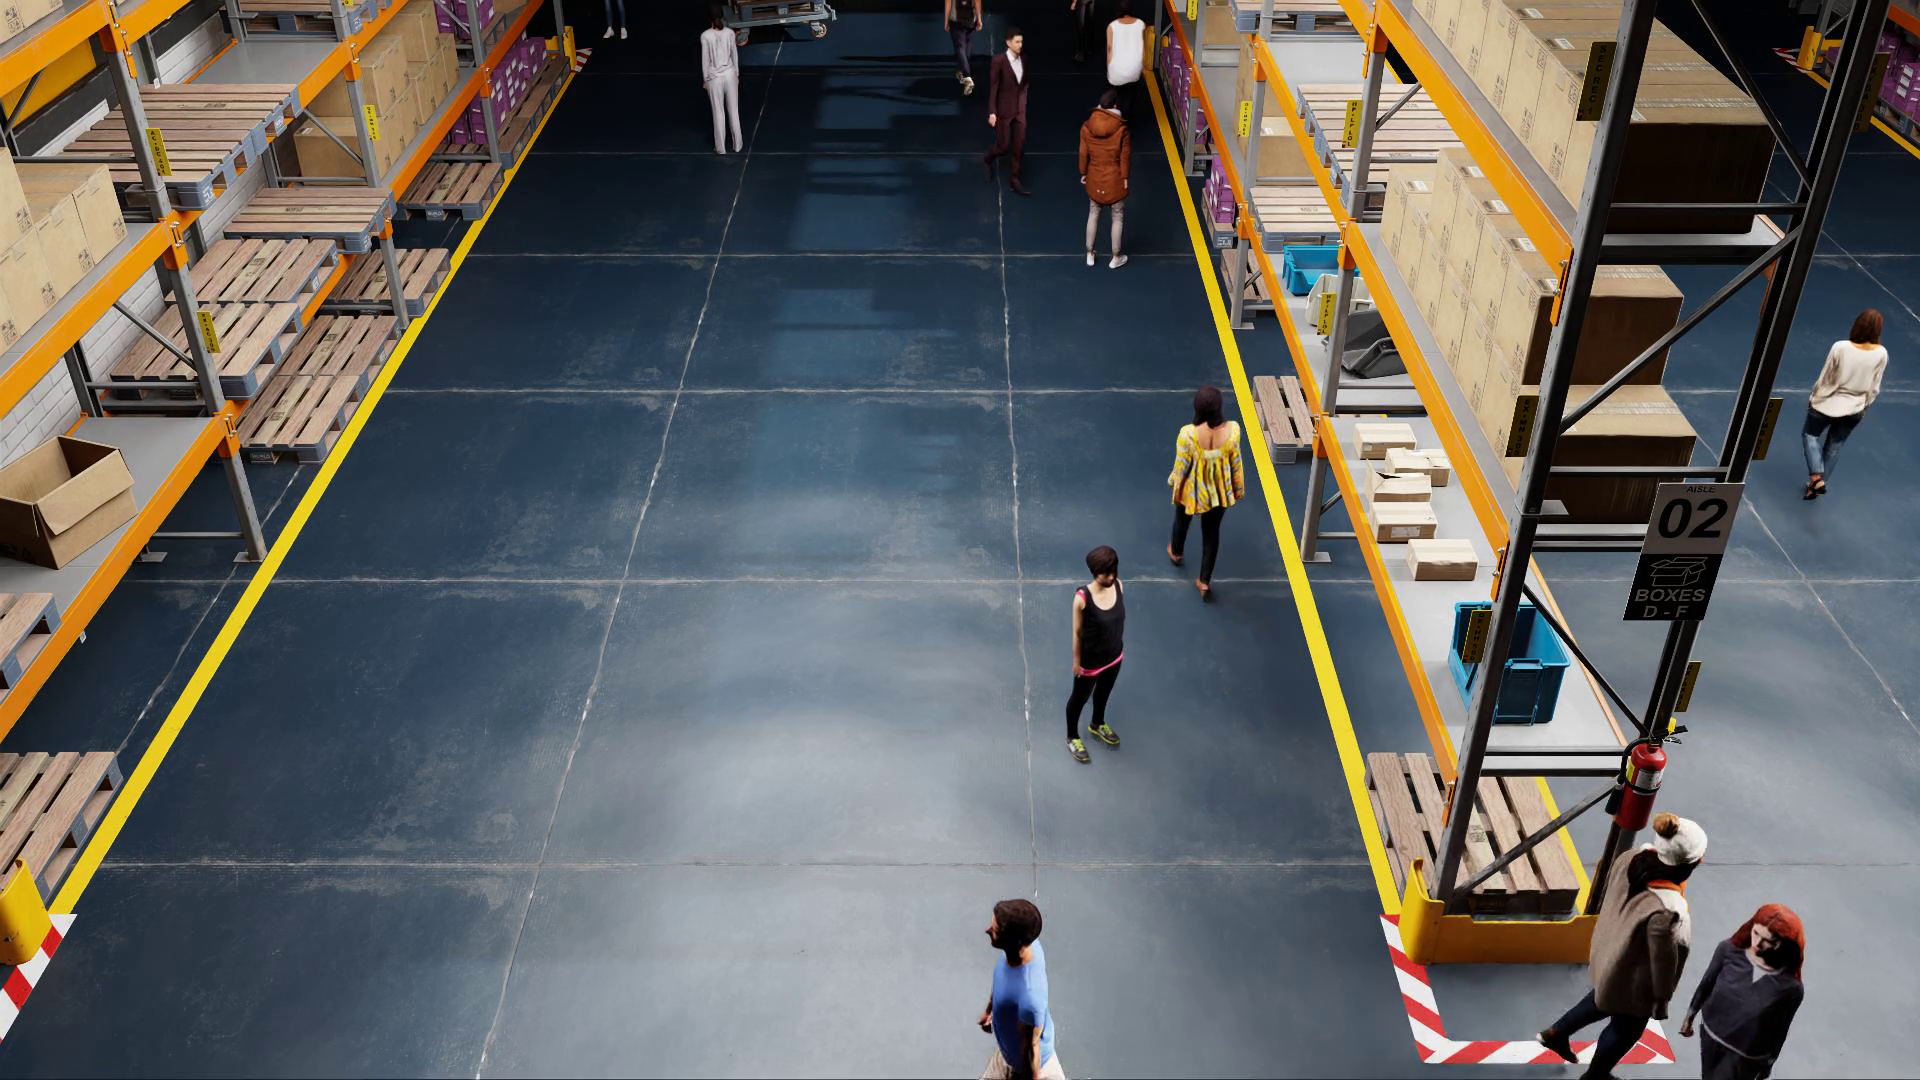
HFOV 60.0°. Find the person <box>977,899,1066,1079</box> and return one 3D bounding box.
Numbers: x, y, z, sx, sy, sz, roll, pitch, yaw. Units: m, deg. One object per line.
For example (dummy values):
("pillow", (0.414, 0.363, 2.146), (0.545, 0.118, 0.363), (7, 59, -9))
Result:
("person", (0.381, 2.389, 7.812), (0.691, 1.816, 1.144), (0, 34, 0))

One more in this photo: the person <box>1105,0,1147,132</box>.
("person", (1.989, -5.688, 20.101), (0.702, 1.662, 0.905), (-3, 34, -5))

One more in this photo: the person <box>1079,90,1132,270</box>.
("person", (1.486, -3.658, 16.890), (0.824, 1.838, 0.842), (15, 36, 21))

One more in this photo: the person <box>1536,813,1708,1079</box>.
("person", (3.237, 2.053, 8.254), (0.793, 1.885, 0.733), (1, 34, 2))

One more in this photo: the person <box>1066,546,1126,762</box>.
("person", (0.876, 0.692, 10.603), (0.627, 1.552, 0.668), (-23, 40, -31))

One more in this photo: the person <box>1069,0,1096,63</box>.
("person", (1.695, -7.380, 22.667), (0.717, 1.641, 0.649), (27, 42, 34))

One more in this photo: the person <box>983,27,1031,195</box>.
("person", (0.503, -4.827, 18.639), (1.007, 1.847, 1.119), (-22, 39, -29))

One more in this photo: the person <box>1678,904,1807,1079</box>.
("person", (3.721, 2.363, 7.913), (1.059, 1.748, 1.104), (-22, 39, -29))

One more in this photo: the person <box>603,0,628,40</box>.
("person", (-4.930, -7.936, 23.507), (0.628, 1.636, 0.549), (2, 34, 3))

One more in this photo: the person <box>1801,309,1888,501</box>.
("person", (6.909, -1.006, 13.049), (0.700, 1.672, 0.769), (6, 34, 9))

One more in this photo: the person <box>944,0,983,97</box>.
("person", (0.058, -6.667, 21.396), (0.881, 1.860, 1.279), (-10, 35, -14))

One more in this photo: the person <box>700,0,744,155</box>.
("person", (-2.809, -5.442, 19.631), (0.659, 1.774, 0.645), (-11, 35, -17))

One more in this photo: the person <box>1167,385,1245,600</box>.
("person", (1.782, -0.307, 12.037), (0.750, 1.628, 0.914), (-2, 34, -3))
